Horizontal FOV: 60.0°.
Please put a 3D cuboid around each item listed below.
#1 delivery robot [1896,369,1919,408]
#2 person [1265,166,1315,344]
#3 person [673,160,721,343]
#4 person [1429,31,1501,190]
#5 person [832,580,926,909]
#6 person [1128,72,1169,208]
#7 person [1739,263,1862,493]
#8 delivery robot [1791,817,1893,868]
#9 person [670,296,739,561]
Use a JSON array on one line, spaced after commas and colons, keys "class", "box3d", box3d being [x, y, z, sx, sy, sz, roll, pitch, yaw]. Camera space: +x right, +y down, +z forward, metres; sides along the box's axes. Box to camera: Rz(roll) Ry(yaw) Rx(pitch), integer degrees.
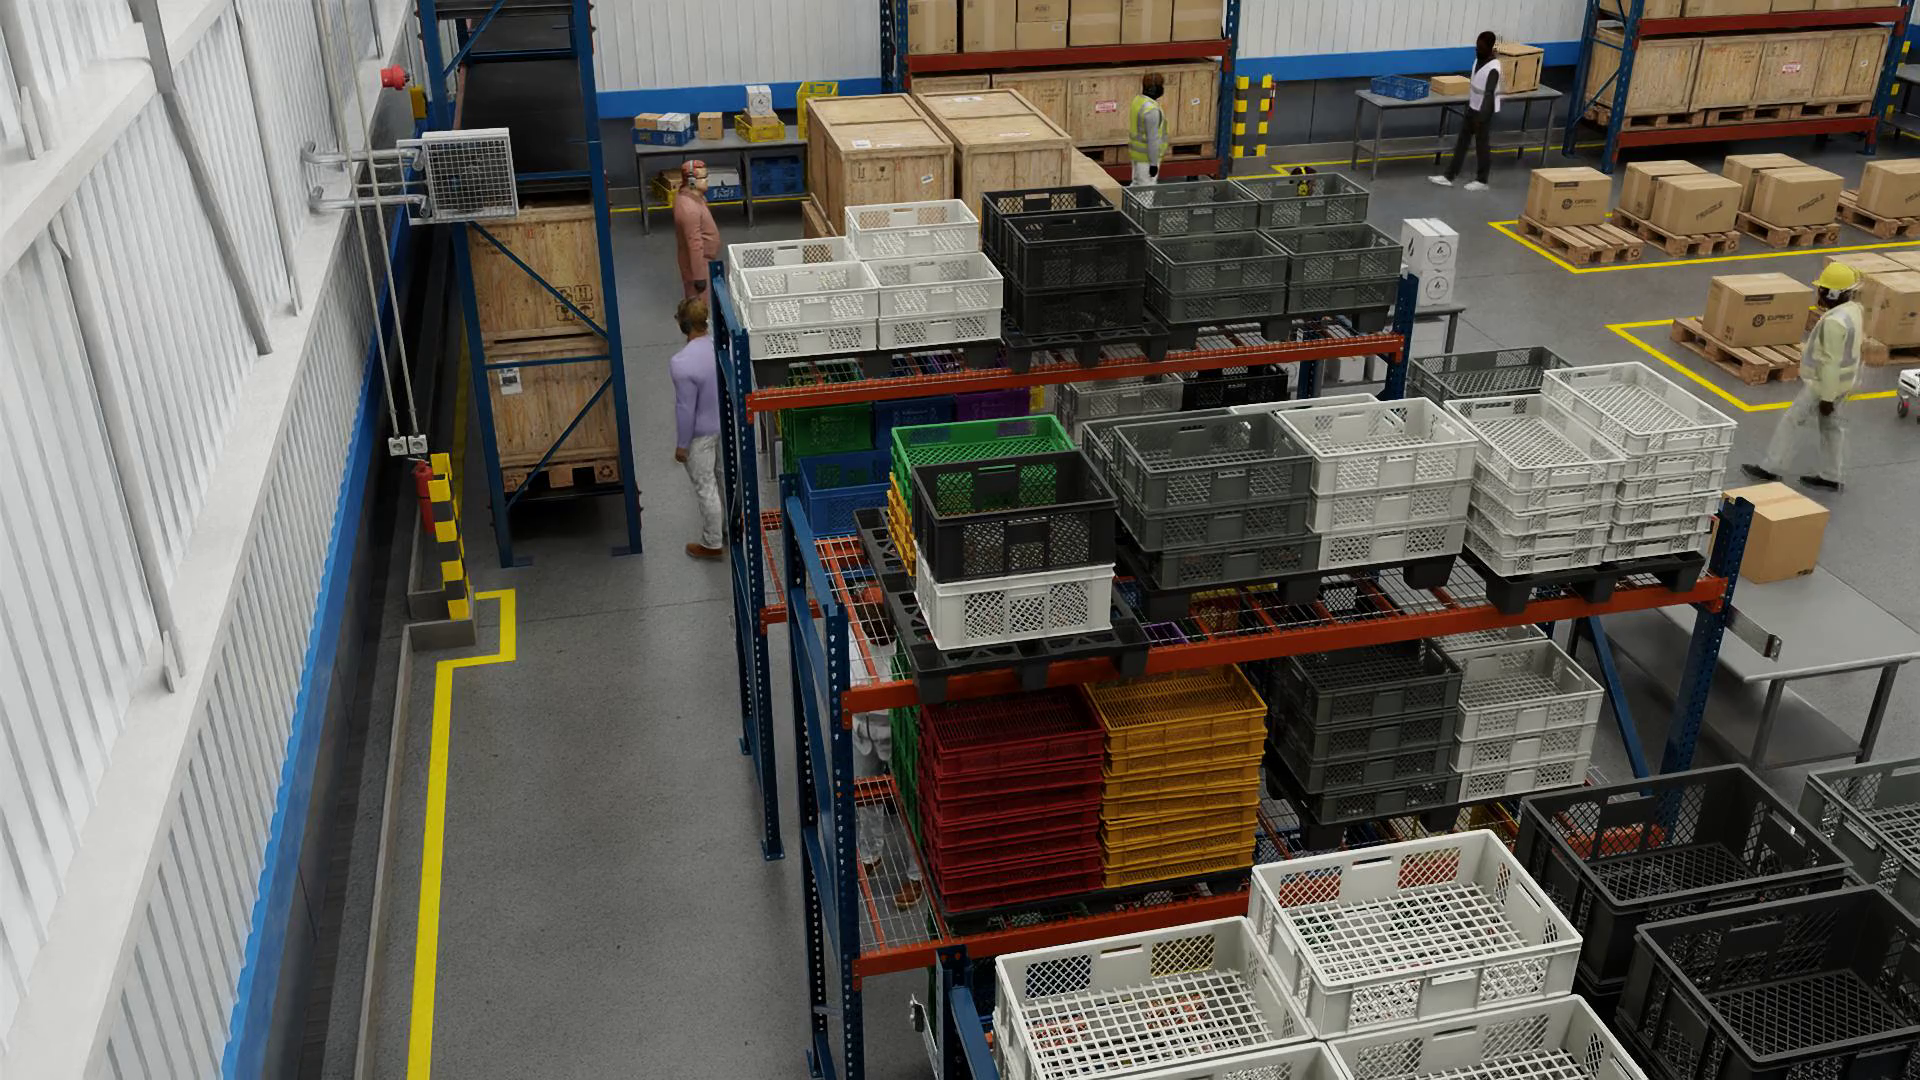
[{"class": "delivery robot", "box3d": [8.357, -1.319, 14.120, 0.707, 0.478, 0.477, -4, 28, -8]}, {"class": "person", "box3d": [2.966, -2.427, 14.919, 0.332, 1.872, 0.514, -6, 28, -11]}, {"class": "person", "box3d": [-2.343, -2.474, 14.969, 0.399, 1.909, 0.642, -6, 28, -11]}, {"class": "person", "box3d": [6.191, -5.167, 20.088, 0.645, 1.905, 0.614, -3, 28, -6]}, {"class": "person", "box3d": [-0.374, 1.021, 8.381, 0.568, 1.878, 0.351, 13, 31, 24]}, {"class": "person", "box3d": [2.074, -4.227, 18.370, 0.430, 1.841, 0.631, -6, 28, -11]}, {"class": "person", "box3d": [6.530, -1.239, 12.746, 0.819, 1.794, 0.656, 20, 34, 33]}, {"class": "delivery robot", "box3d": [4.523, 1.697, 8.398, 0.477, 0.478, 0.707, -6, 28, -12]}, {"class": "person", "box3d": [-1.795, -0.786, 11.733, 0.352, 1.937, 0.635, 14, 31, 25]}]
